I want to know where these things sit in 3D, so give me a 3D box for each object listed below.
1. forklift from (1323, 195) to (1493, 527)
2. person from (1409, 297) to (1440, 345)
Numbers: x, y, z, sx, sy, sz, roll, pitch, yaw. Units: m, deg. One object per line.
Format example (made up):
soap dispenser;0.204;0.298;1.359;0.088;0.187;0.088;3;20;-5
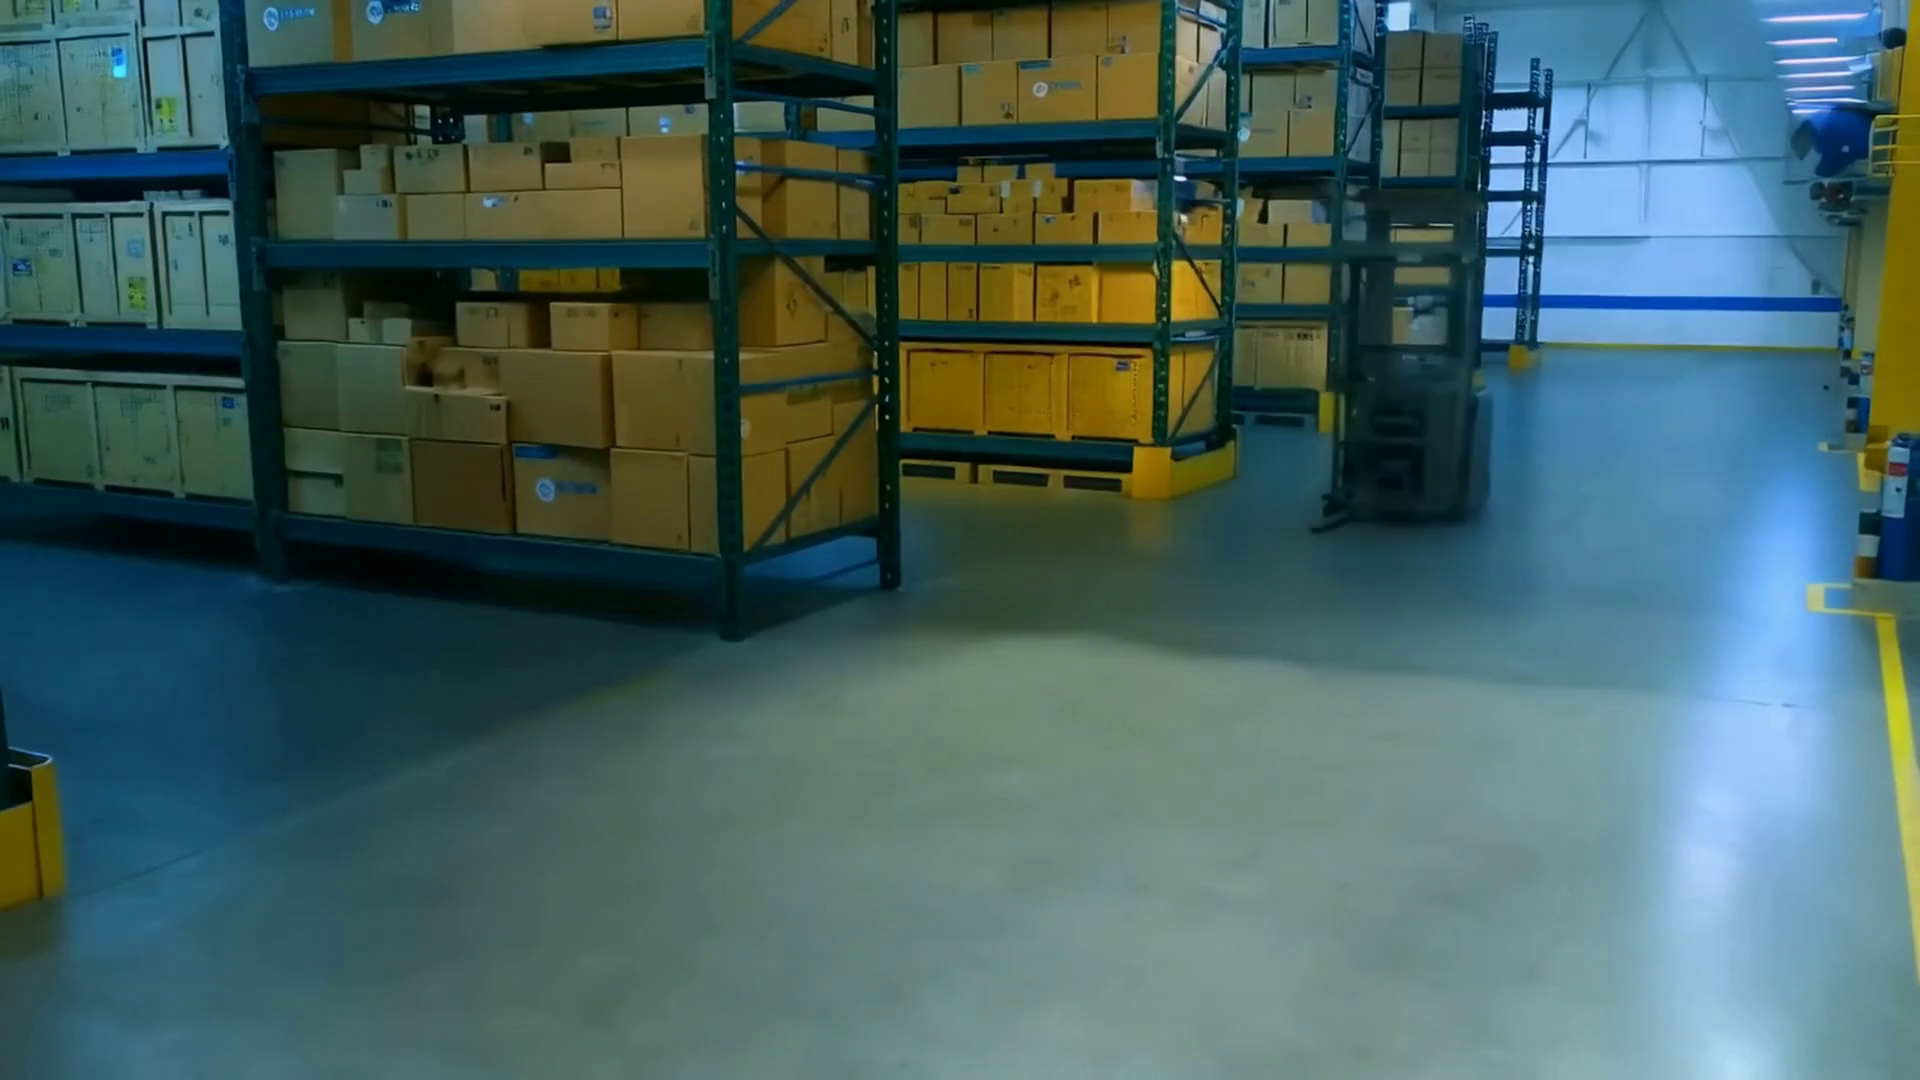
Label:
forklift;4.075;-1.645;14.769;1.129;2.768;1.873;5;11;27
person;6.674;-2.617;23.815;0.584;1.705;0.901;-4;11;-23
